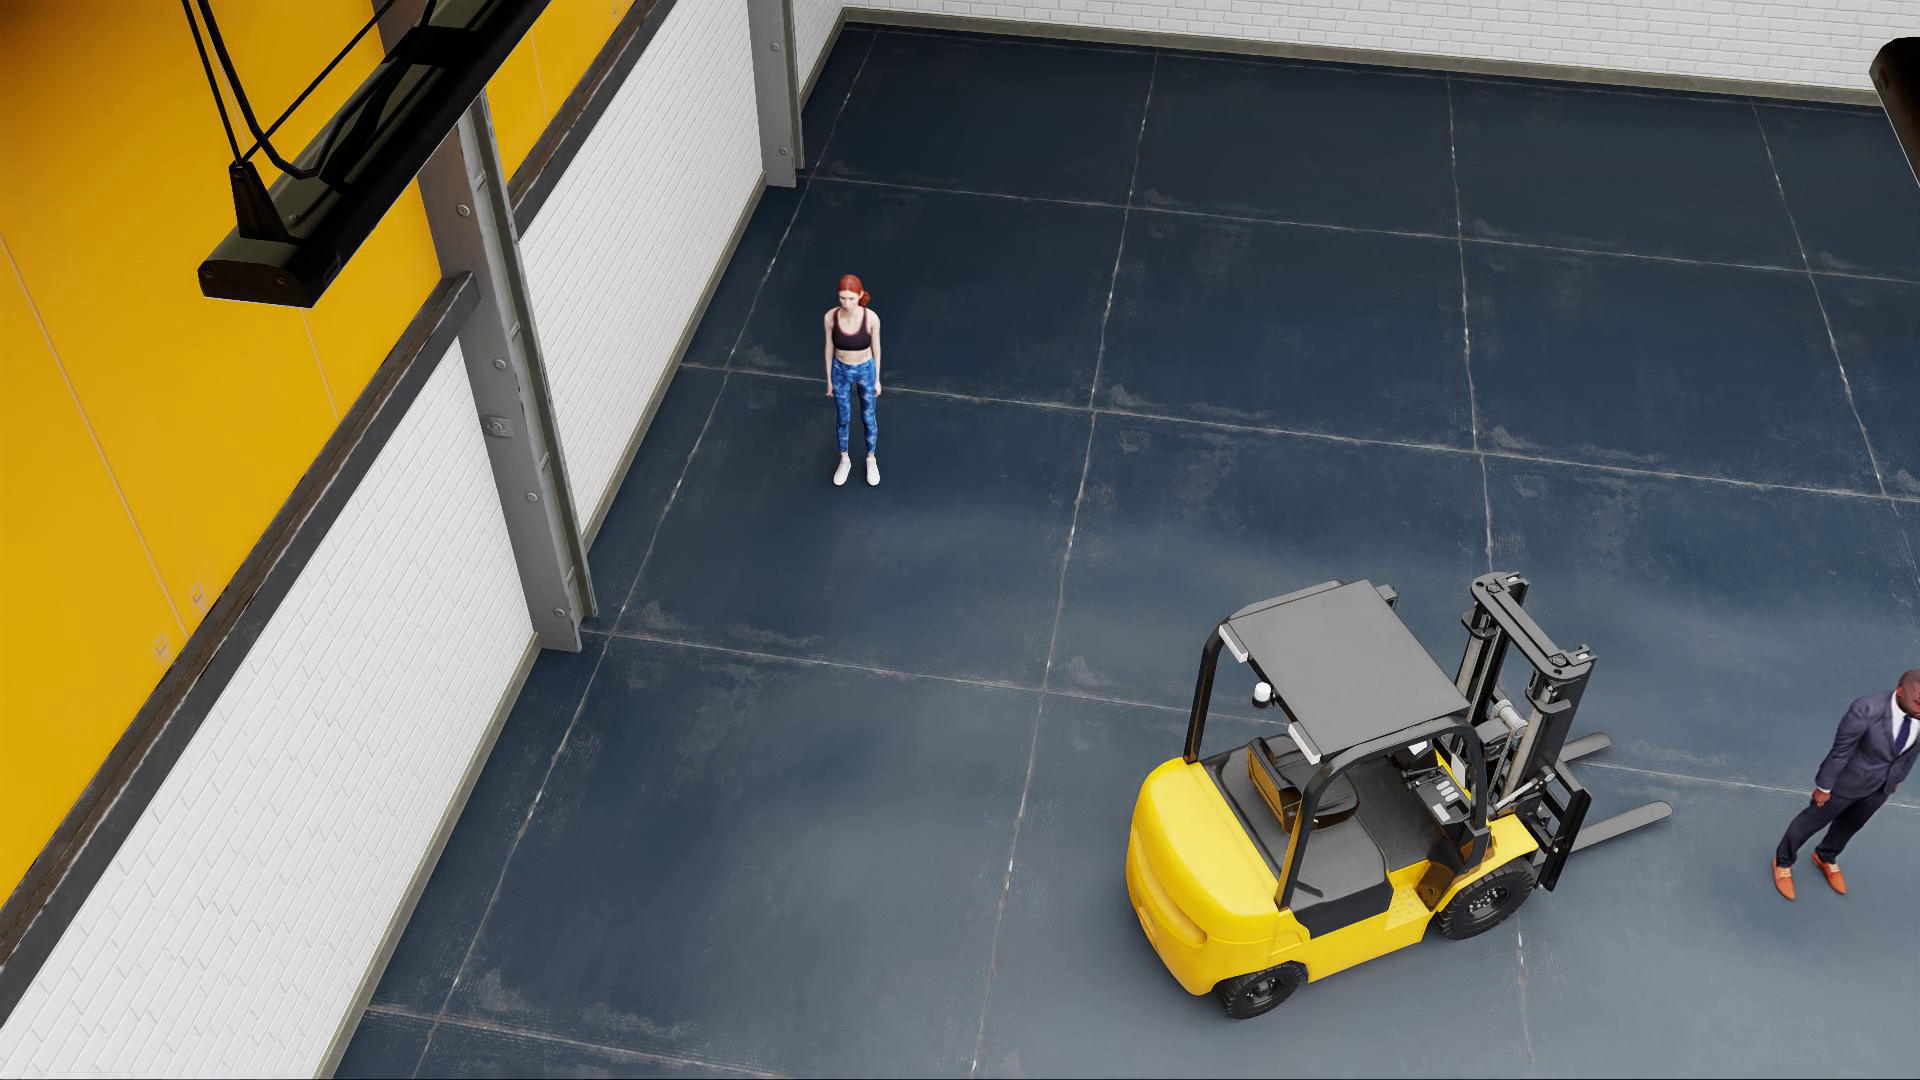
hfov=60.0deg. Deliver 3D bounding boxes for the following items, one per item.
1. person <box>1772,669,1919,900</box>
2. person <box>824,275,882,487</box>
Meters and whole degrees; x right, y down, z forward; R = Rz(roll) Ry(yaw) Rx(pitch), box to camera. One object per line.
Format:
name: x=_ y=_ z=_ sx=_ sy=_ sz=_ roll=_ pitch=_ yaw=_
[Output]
person: x=5.075 y=1.344 z=9.399 sx=0.754 sy=1.819 sz=0.701 roll=-5 pitch=44 yaw=-5
person: x=-0.767 y=-1.157 z=12.048 sx=0.601 sy=1.785 sz=0.626 roll=0 pitch=44 yaw=0
